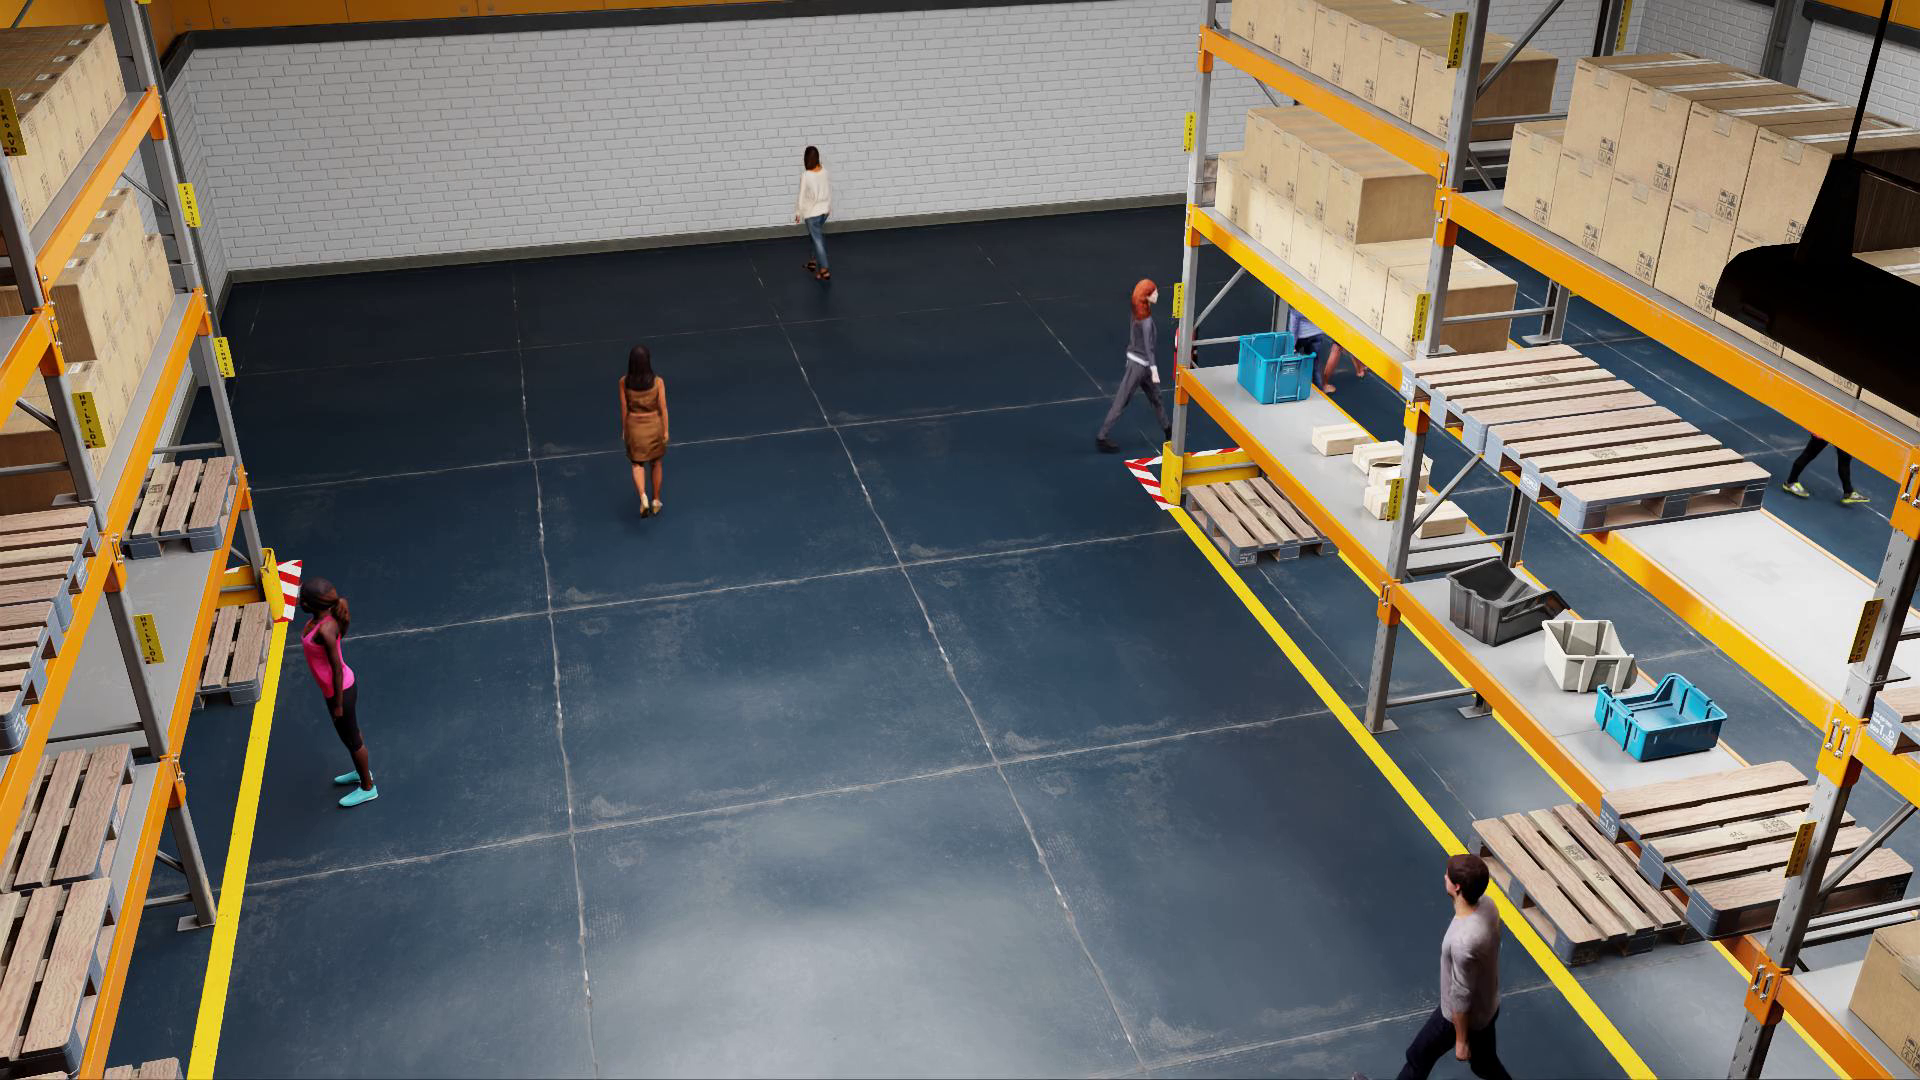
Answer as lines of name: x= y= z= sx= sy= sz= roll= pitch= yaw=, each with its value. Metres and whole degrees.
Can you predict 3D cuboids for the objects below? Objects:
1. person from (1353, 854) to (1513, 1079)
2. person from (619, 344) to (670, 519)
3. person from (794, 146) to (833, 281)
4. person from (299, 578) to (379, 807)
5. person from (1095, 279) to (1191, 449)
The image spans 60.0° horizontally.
person: x=2.697 y=2.453 z=8.538 sx=1.275 sy=1.795 sz=1.186 roll=14 pitch=32 yaw=24
person: x=-2.818 y=-0.919 z=14.849 sx=0.640 sy=1.672 sz=0.853 roll=-3 pitch=29 yaw=-6
person: x=-1.720 y=-4.010 z=20.516 sx=0.917 sy=1.669 sz=0.844 roll=22 pitch=35 yaw=34
person: x=-4.207 y=1.010 z=11.258 sx=0.653 sy=1.724 sz=0.526 roll=-12 pitch=31 yaw=-21
person: x=1.654 y=-1.648 z=16.138 sx=0.831 sy=1.717 sz=1.173 roll=-2 pitch=29 yaw=-4
